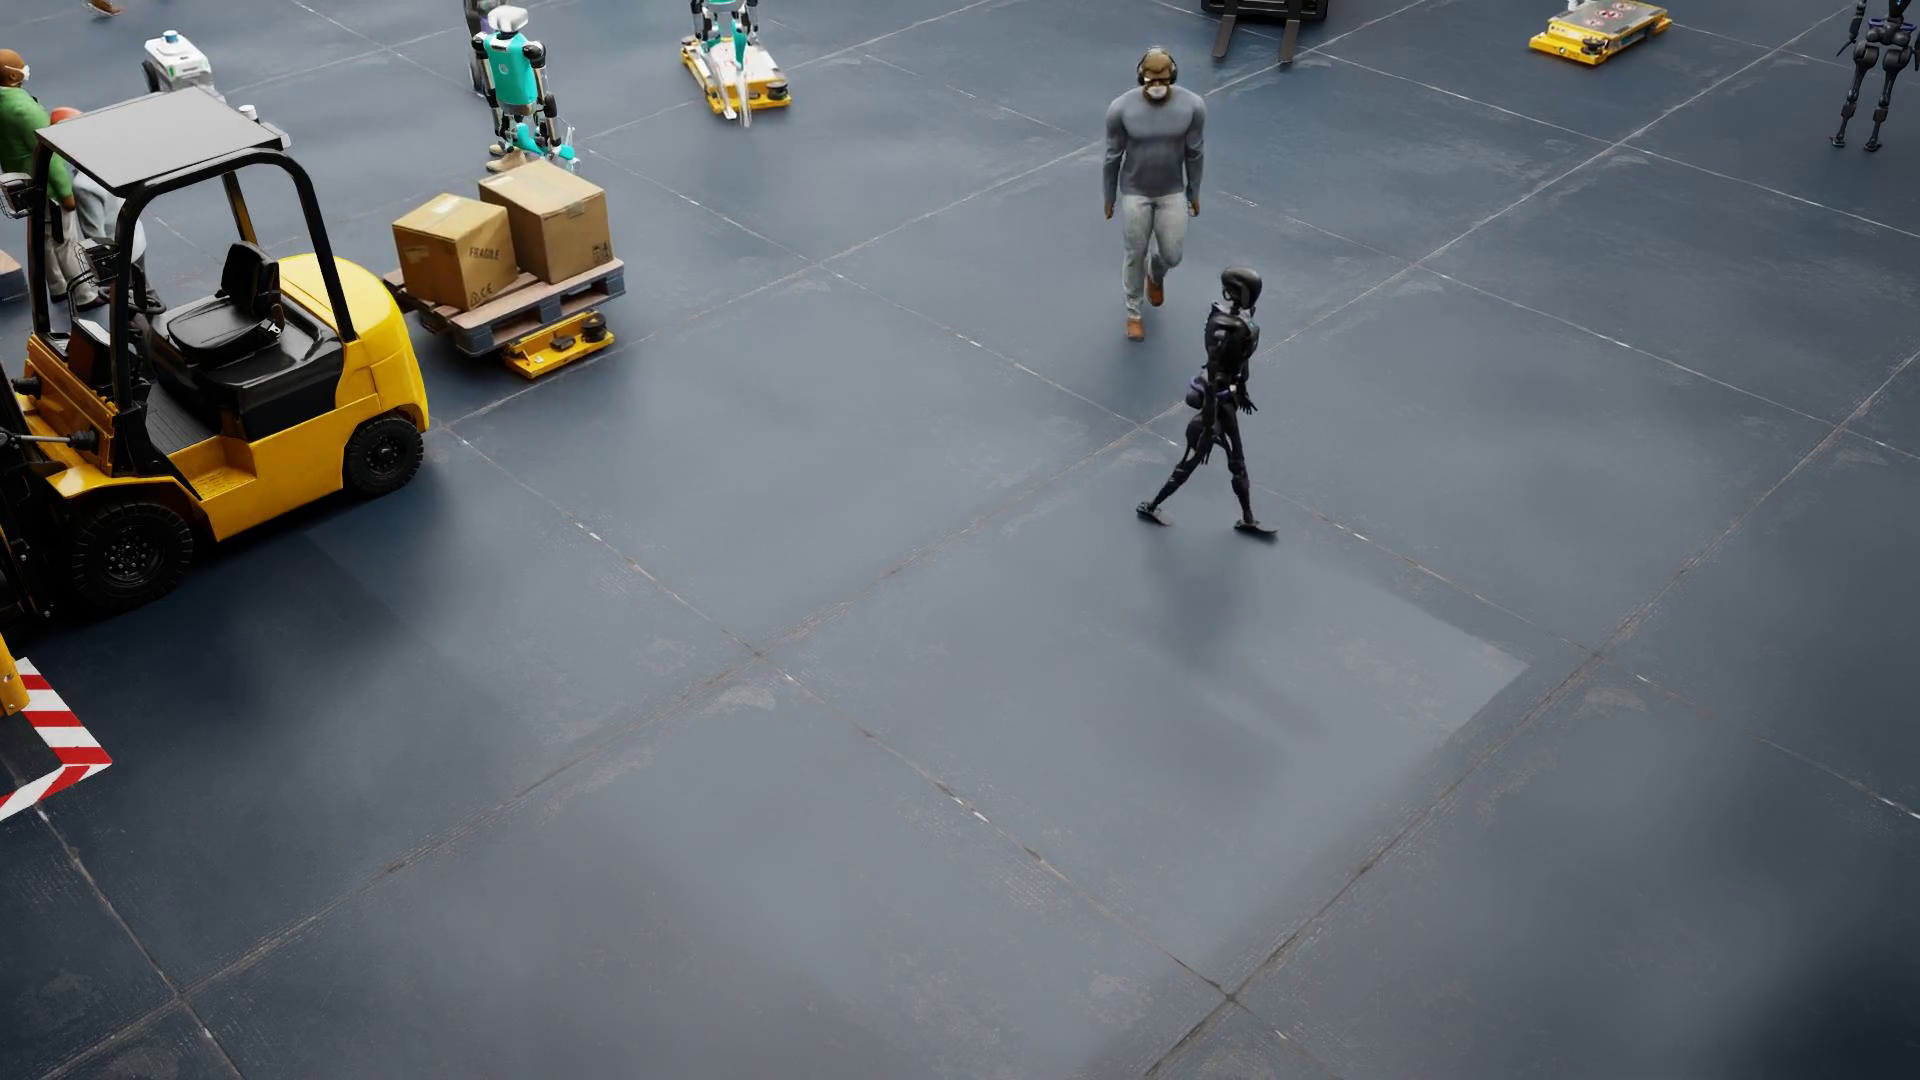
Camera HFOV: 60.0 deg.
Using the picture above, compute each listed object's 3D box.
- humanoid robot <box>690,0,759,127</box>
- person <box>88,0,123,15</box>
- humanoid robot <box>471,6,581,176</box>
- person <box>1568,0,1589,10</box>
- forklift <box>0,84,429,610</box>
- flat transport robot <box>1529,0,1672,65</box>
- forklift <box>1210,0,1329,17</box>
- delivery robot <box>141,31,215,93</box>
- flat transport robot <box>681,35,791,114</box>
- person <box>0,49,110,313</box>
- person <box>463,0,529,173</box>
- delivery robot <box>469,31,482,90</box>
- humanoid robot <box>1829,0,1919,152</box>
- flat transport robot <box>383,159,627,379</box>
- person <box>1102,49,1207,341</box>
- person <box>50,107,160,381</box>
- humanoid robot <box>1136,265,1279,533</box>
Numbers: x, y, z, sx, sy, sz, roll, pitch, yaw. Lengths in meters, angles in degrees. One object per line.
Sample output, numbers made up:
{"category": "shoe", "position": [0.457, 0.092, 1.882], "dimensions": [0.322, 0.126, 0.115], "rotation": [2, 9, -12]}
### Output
{"category": "humanoid robot", "position": [-1.914, -4.129, 13.352], "dimensions": [0.547, 1.830, 0.836], "rotation": [-11, 38, -14]}
{"category": "person", "position": [-7.945, -5.887, 15.597], "dimensions": [0.957, 1.808, 0.498], "rotation": [-28, 45, -33]}
{"category": "humanoid robot", "position": [-2.922, -2.946, 11.605], "dimensions": [0.533, 1.673, 0.735], "rotation": [13, 39, 17]}
{"category": "person", "position": [6.070, -5.676, 15.470], "dimensions": [0.527, 1.607, 0.394], "rotation": [3, 37, 5]}
{"category": "forklift", "position": [-4.145, -1.093, 8.856], "dimensions": [2.313, 2.155, 1.214], "rotation": [-31, 47, -34]}
{"category": "flat transport robot", "position": [5.914, -4.713, 15.305], "dimensions": [1.431, 0.231, 0.659], "rotation": [-30, 46, -34]}
{"category": "forklift", "position": [3.106, -6.400, 15.960], "dimensions": [1.214, 2.155, 2.313], "rotation": [8, 37, 10]}
{"category": "delivery robot", "position": [-6.640, -4.040, 14.137], "dimensions": [0.499, 0.560, 0.734], "rotation": [-25, 43, -29]}
{"category": "flat transport robot", "position": [-1.964, -4.069, 14.444], "dimensions": [0.659, 0.231, 1.431], "rotation": [-12, 38, -15]}
{"category": "person", "position": [-5.994, -2.325, 10.856], "dimensions": [0.546, 1.779, 0.384], "rotation": [22, 42, 27]}
{"category": "person", "position": [-3.577, -3.806, 12.612], "dimensions": [0.375, 2.043, 0.607], "rotation": [-4, 37, -5]}
{"category": "delivery robot", "position": [-4.054, -4.270, 14.487], "dimensions": [0.499, 0.610, 0.813], "rotation": [-12, 38, -16]}
{"category": "humanoid robot", "position": [7.237, -3.896, 13.023], "dimensions": [0.599, 1.657, 0.315], "rotation": [17, 40, 22]}
{"category": "flat transport robot", "position": [-2.983, -1.506, 11.012], "dimensions": [1.431, 0.231, 0.659], "rotation": [30, 46, 34]}
{"category": "person", "position": [1.208, -2.208, 10.569], "dimensions": [0.645, 1.921, 0.515], "rotation": [-1, 37, -1]}
{"category": "person", "position": [-5.187, -1.808, 10.190], "dimensions": [0.350, 1.737, 0.572], "rotation": [-2, 37, -3]}
{"category": "humanoid robot", "position": [1.376, -0.724, 8.827], "dimensions": [0.785, 1.621, 0.598], "rotation": [17, 40, 21]}
